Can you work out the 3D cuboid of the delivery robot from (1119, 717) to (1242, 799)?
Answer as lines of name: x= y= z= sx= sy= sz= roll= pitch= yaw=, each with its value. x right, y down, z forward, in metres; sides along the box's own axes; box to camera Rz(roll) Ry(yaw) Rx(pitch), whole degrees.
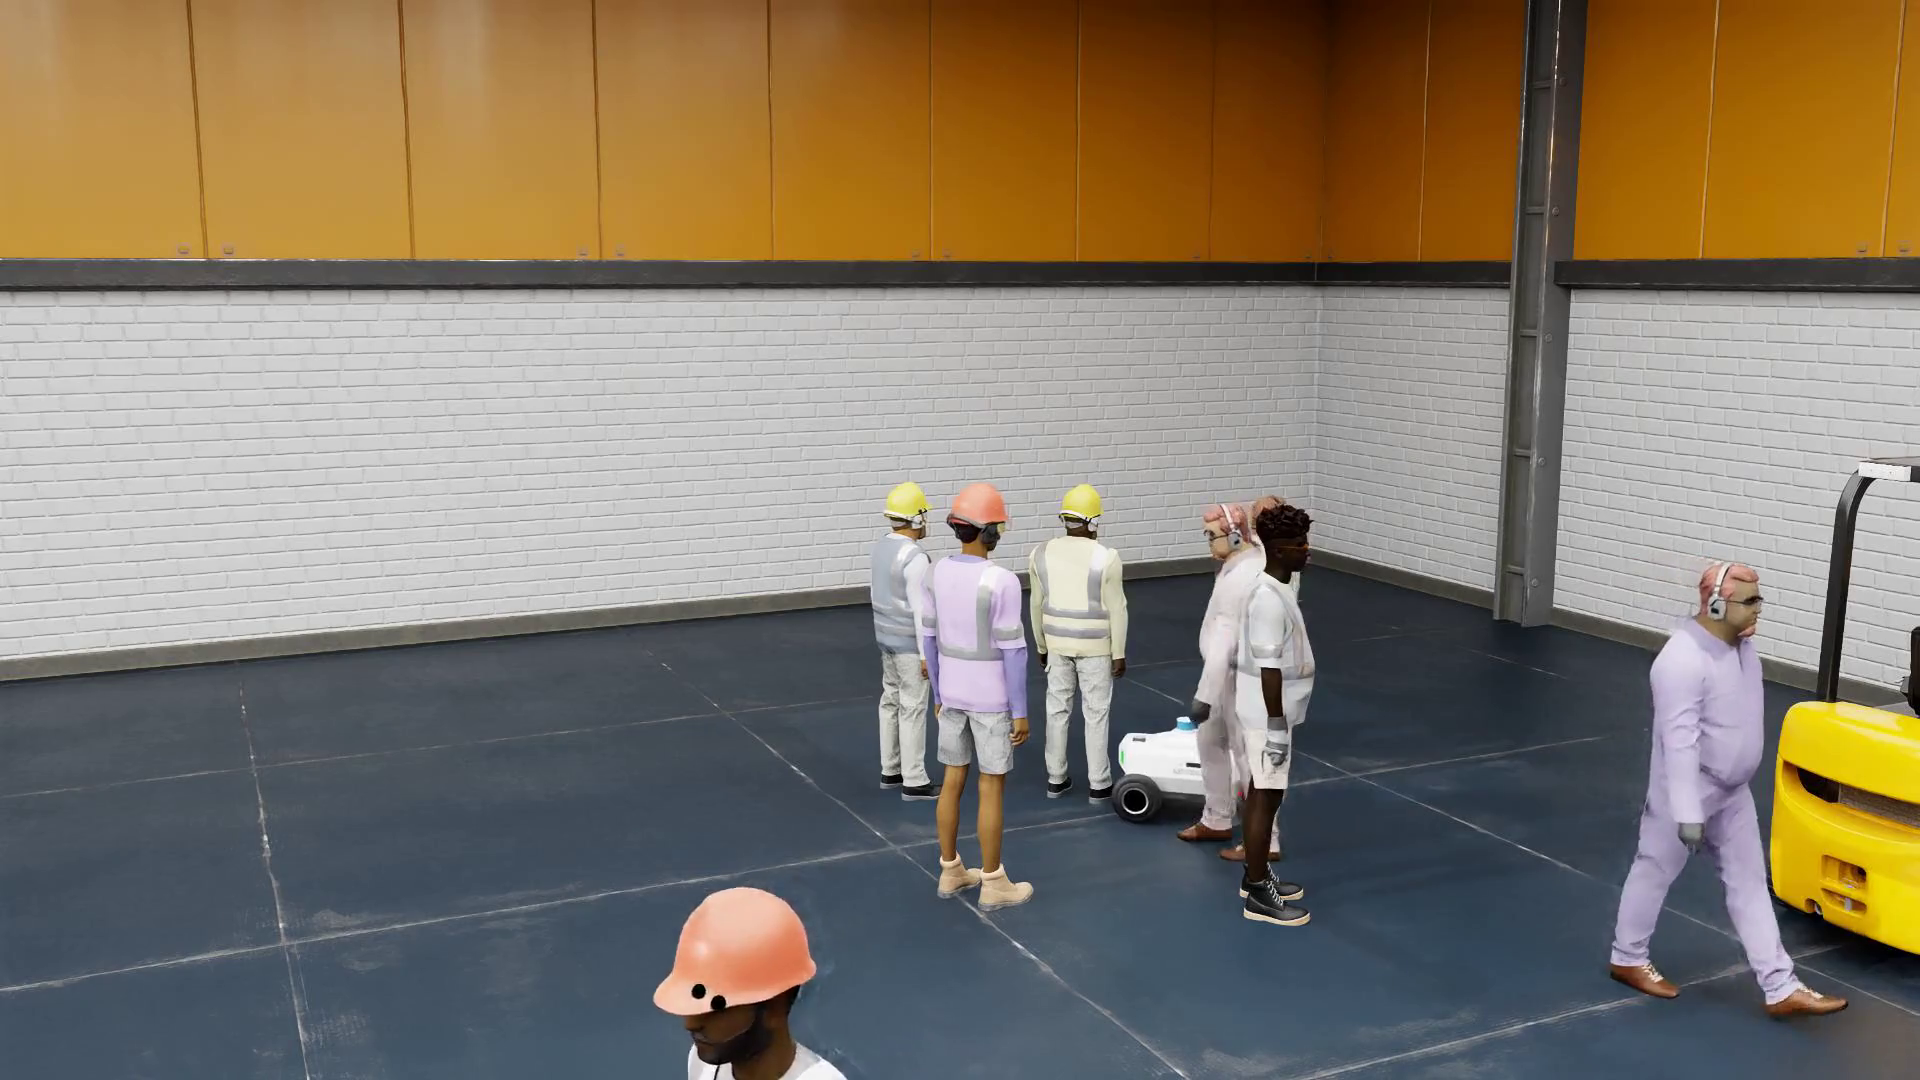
delivery robot: x=1.253 y=1.229 z=9.250 sx=0.707 sy=0.478 sz=0.477 roll=3 pitch=10 yaw=16

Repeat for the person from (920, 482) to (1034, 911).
person: x=0.089 y=0.742 z=7.951 sx=0.608 sy=2.046 sz=0.367 roll=8 pitch=12 yaw=41

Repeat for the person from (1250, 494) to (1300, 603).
person: x=1.896 y=0.521 z=10.643 sx=0.517 sy=1.624 sz=0.655 roll=7 pitch=11 yaw=36

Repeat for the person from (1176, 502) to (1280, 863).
person: x=1.352 y=0.736 z=8.532 sx=0.699 sy=1.870 sz=0.653 roll=2 pitch=9 yaw=12

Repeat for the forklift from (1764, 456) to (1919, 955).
forklift: x=4.857 y=0.731 z=7.561 sx=2.313 sy=2.155 sz=1.214 roll=-4 pitch=10 yaw=-25

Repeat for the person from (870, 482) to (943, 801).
person: x=-0.289 y=0.579 z=9.605 sx=0.404 sy=1.836 sz=0.600 roll=-5 pitch=10 yaw=-29

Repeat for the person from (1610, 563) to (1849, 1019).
person: x=3.101 y=1.028 z=6.711 sx=0.675 sy=1.862 sz=0.962 roll=-7 pitch=11 yaw=-36

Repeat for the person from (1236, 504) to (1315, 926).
person: x=1.481 y=0.802 z=7.822 sx=0.367 sy=1.966 sz=0.603 roll=1 pitch=9 yaw=8

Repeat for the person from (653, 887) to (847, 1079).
person: x=-0.435 y=1.591 z=3.154 sx=0.957 sy=1.888 sz=0.569 roll=-8 pitch=12 yaw=-42

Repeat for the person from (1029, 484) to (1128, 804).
person: x=0.694 y=0.594 z=9.524 sx=0.587 sy=1.833 sz=0.404 roll=5 pitch=10 yaw=28
